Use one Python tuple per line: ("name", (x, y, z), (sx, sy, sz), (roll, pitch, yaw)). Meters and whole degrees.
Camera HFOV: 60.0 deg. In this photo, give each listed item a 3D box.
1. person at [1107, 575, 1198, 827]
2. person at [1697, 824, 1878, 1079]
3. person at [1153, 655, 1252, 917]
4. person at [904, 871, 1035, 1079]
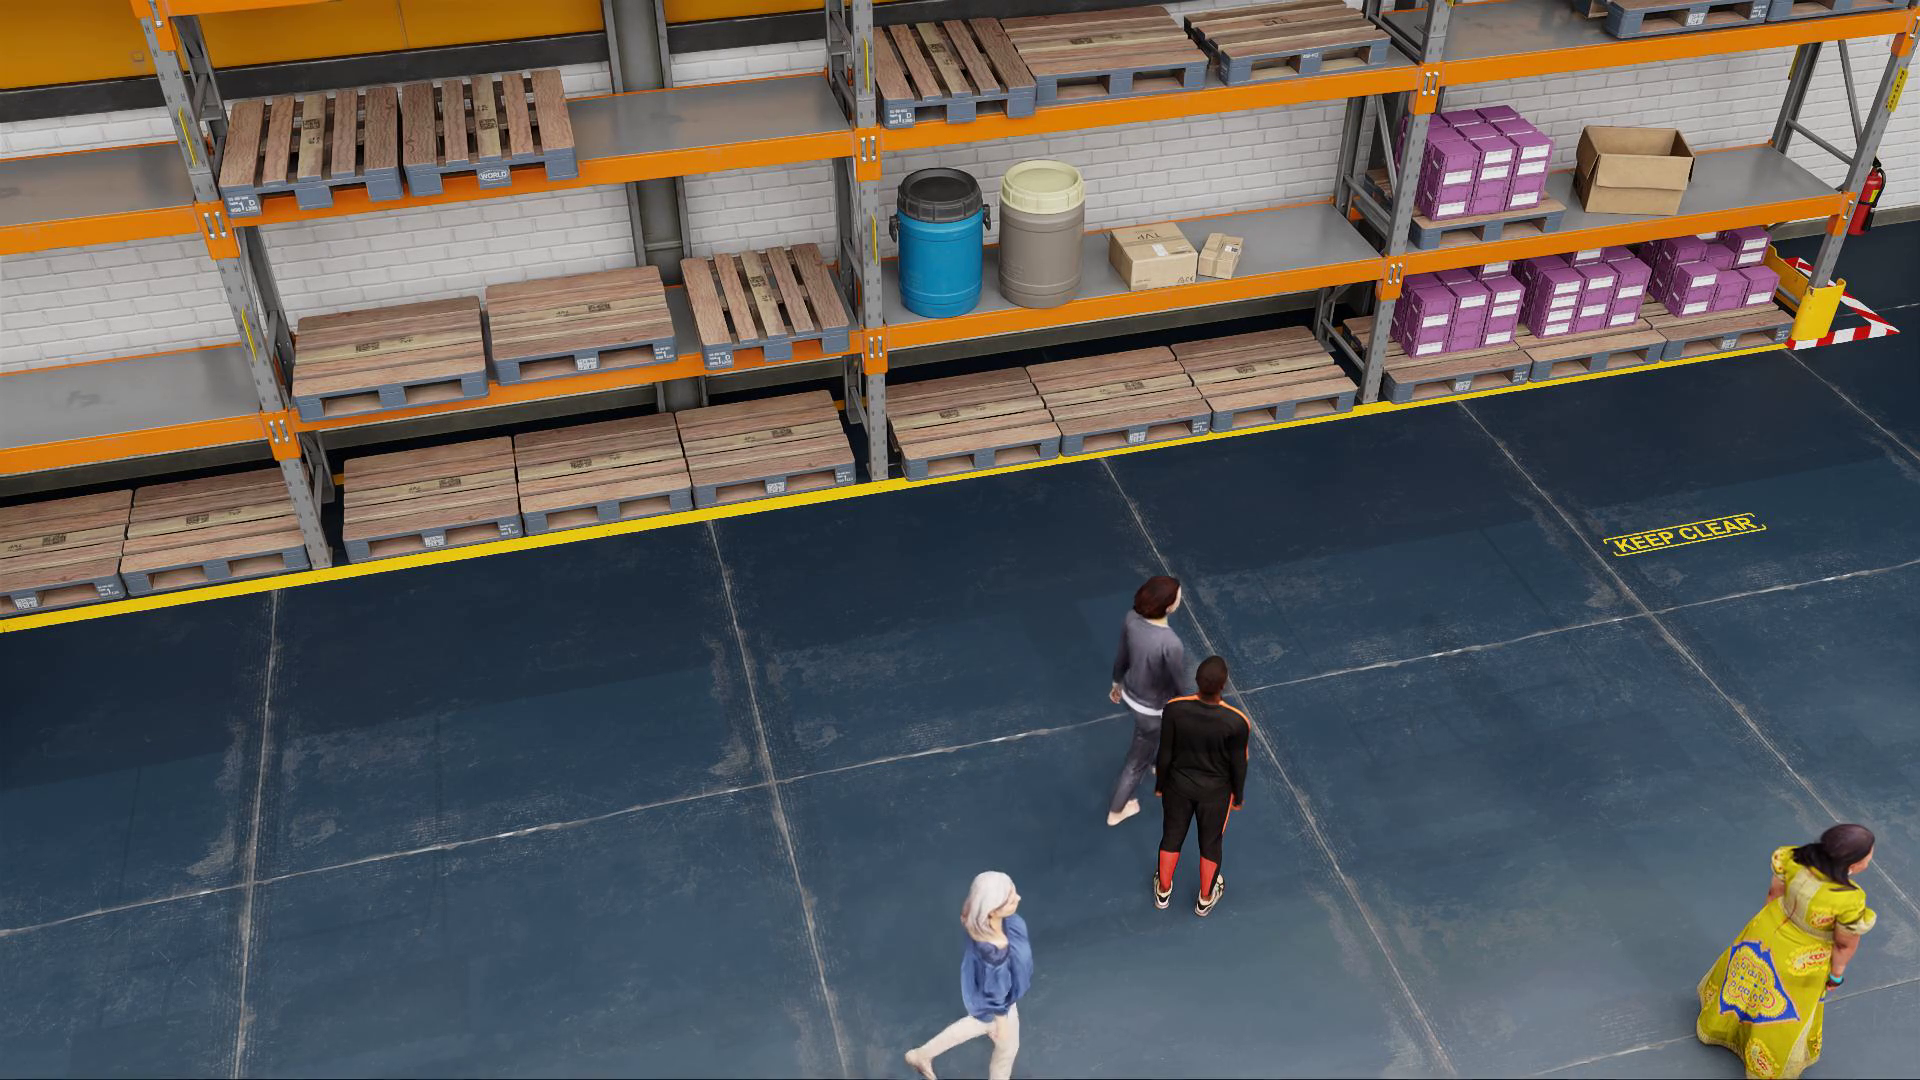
("person", (0.986, 0.947, 9.292), (1.032, 1.746, 0.826), (-24, 44, -27))
("person", (4.052, 1.981, 8.077), (0.842, 1.658, 0.907), (-17, 42, -20))
("person", (1.260, 1.299, 8.802), (0.652, 1.808, 0.770), (11, 40, 13))
("person", (0.076, 2.153, 7.841), (0.942, 1.682, 0.703), (-4, 39, -5))
